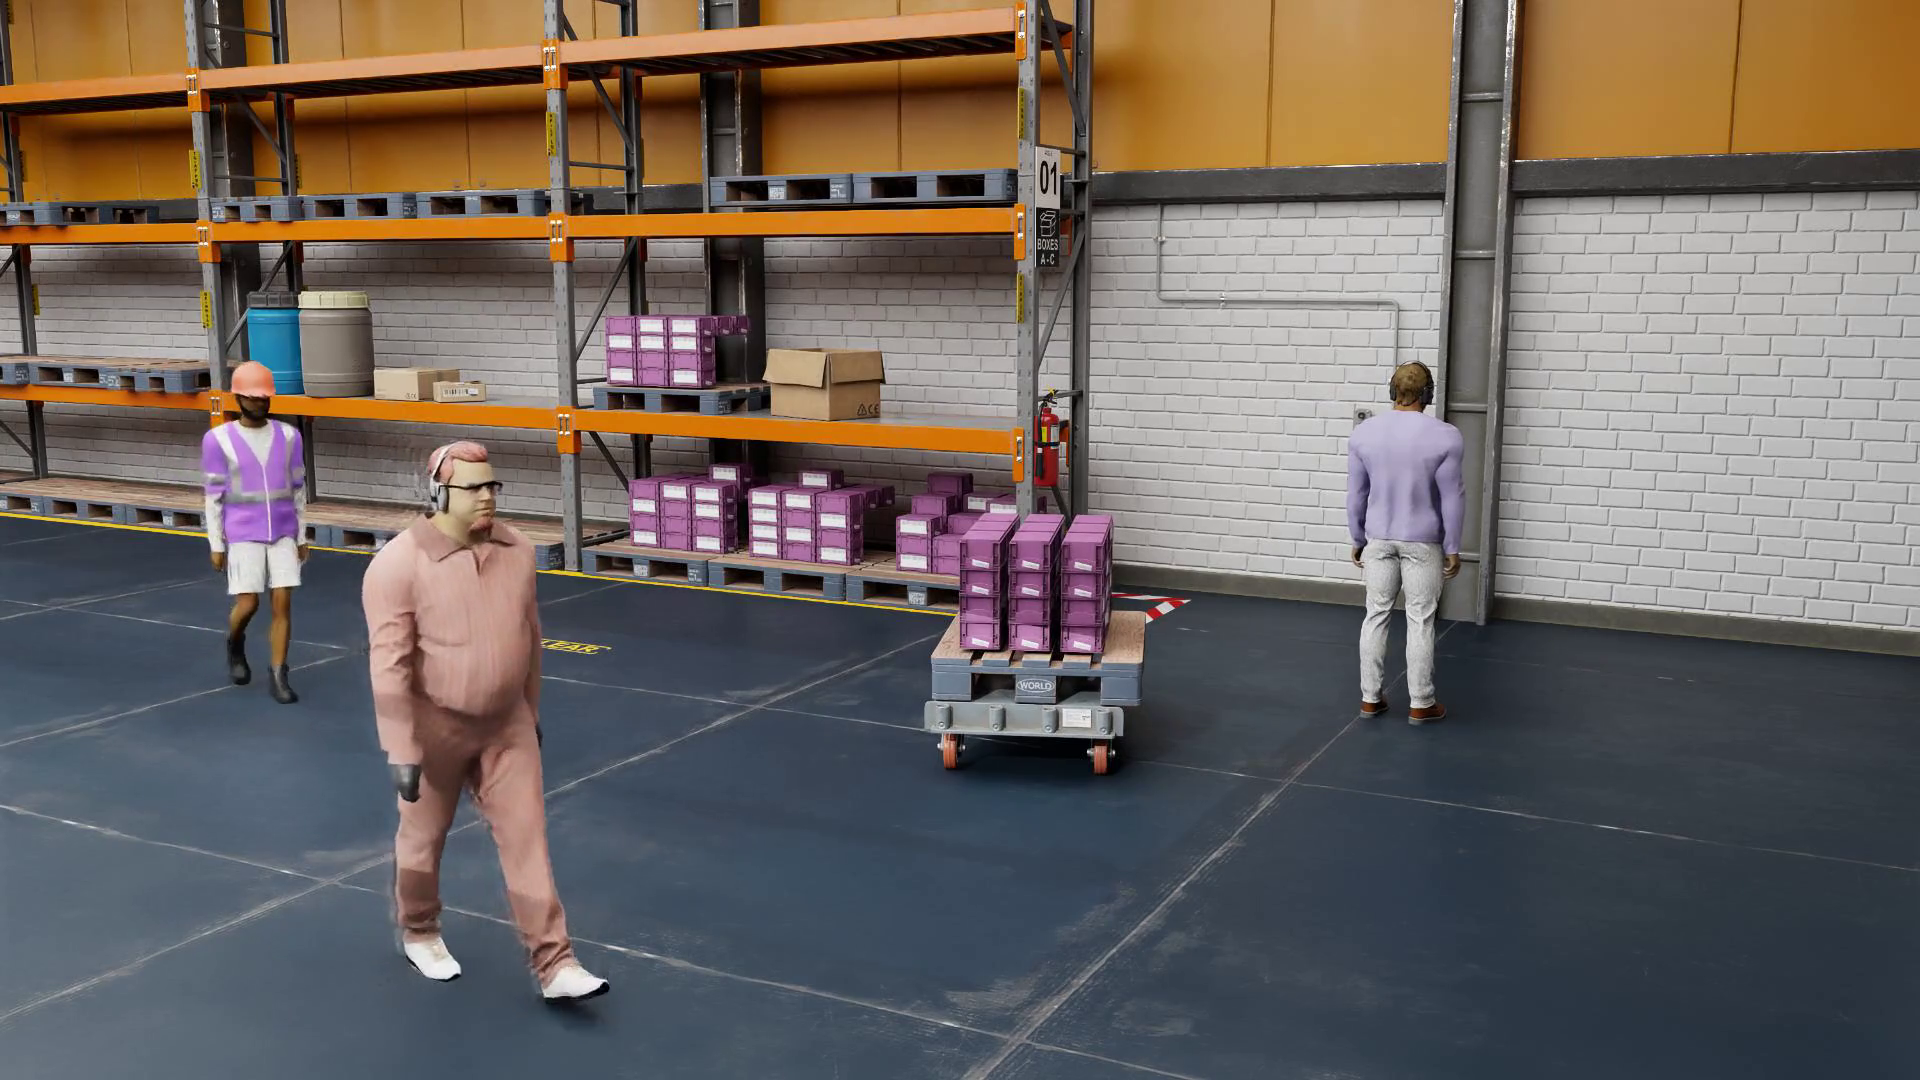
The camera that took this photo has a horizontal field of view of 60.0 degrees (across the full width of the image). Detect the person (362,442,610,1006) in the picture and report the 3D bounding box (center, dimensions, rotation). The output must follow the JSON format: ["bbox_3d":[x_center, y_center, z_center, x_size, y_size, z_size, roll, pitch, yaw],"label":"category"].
[{"bbox_3d":[-1.580,0.609,5.449,0.979,1.850,0.669,8,12,41],"label":"person"}]

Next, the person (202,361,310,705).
[{"bbox_3d":[-3.945,-0.049,9.344,0.543,1.921,0.580,-8,12,-40],"label":"person"}]

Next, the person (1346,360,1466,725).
[{"bbox_3d":[2.372,0.016,8.866,0.636,1.939,0.365,6,11,33],"label":"person"}]
